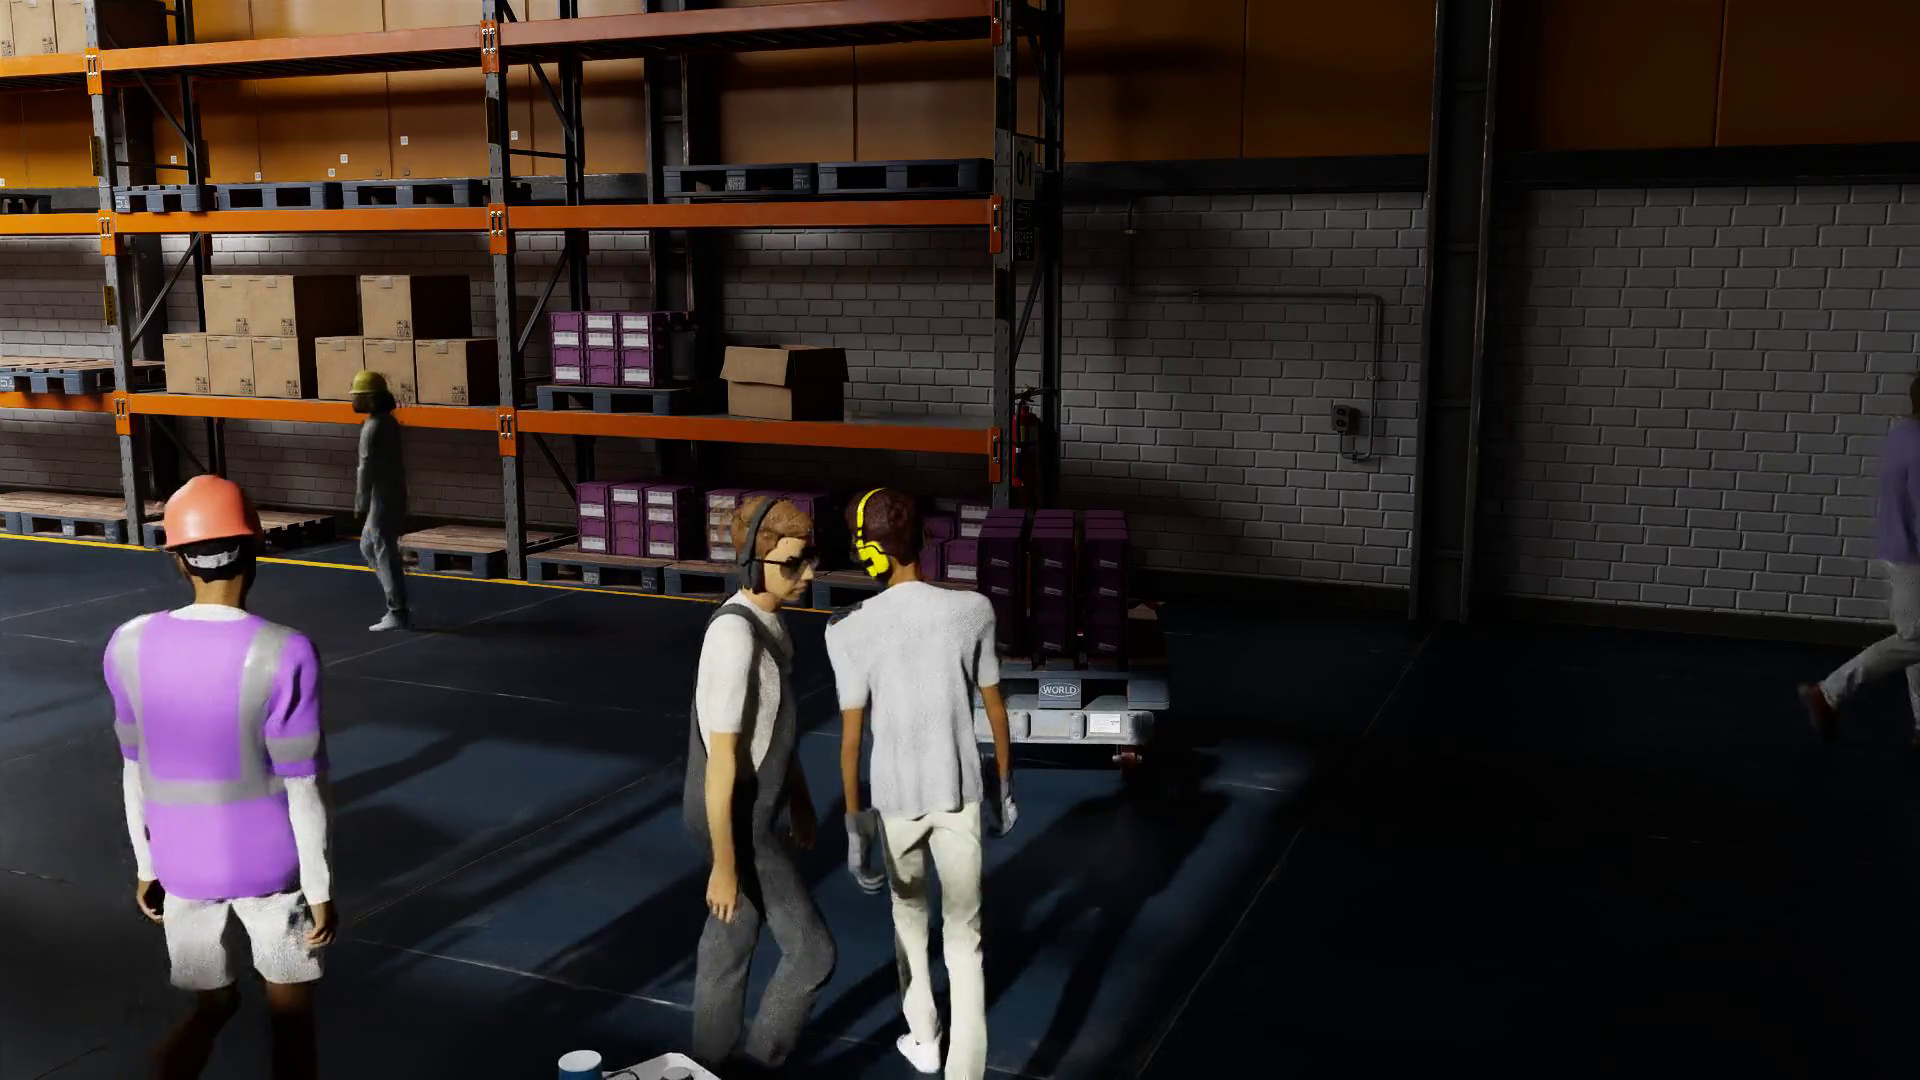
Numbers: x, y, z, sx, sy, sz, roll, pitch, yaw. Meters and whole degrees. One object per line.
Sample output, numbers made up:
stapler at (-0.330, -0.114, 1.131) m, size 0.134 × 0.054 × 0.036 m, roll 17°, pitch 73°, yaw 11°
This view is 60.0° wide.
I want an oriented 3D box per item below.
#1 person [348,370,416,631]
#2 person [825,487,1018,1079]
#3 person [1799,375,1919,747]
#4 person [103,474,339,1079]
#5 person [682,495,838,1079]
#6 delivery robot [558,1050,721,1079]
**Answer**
person at (-3.802, -0.245, 10.895) m, size 0.388 × 1.729 × 0.487 m, roll -1°, pitch 10°, yaw -4°
person at (-0.087, 0.773, 4.634) m, size 0.567 × 1.834 × 0.945 m, roll -1°, pitch 10°, yaw -5°
person at (4.665, 0.105, 8.201) m, size 0.737 × 1.926 × 0.648 m, roll 4°, pitch 10°, yaw 25°
person at (-1.808, 0.802, 4.062) m, size 0.560 × 1.909 × 0.649 m, roll 1°, pitch 10°, yaw 4°
person at (-0.519, 0.776, 4.482) m, size 0.527 × 1.817 × 0.578 m, roll -1°, pitch 9°, yaw -3°
delivery robot at (-0.889, 1.452, 3.934) m, size 0.707 × 0.478 × 0.477 m, roll -8°, pitch 13°, yaw -40°
